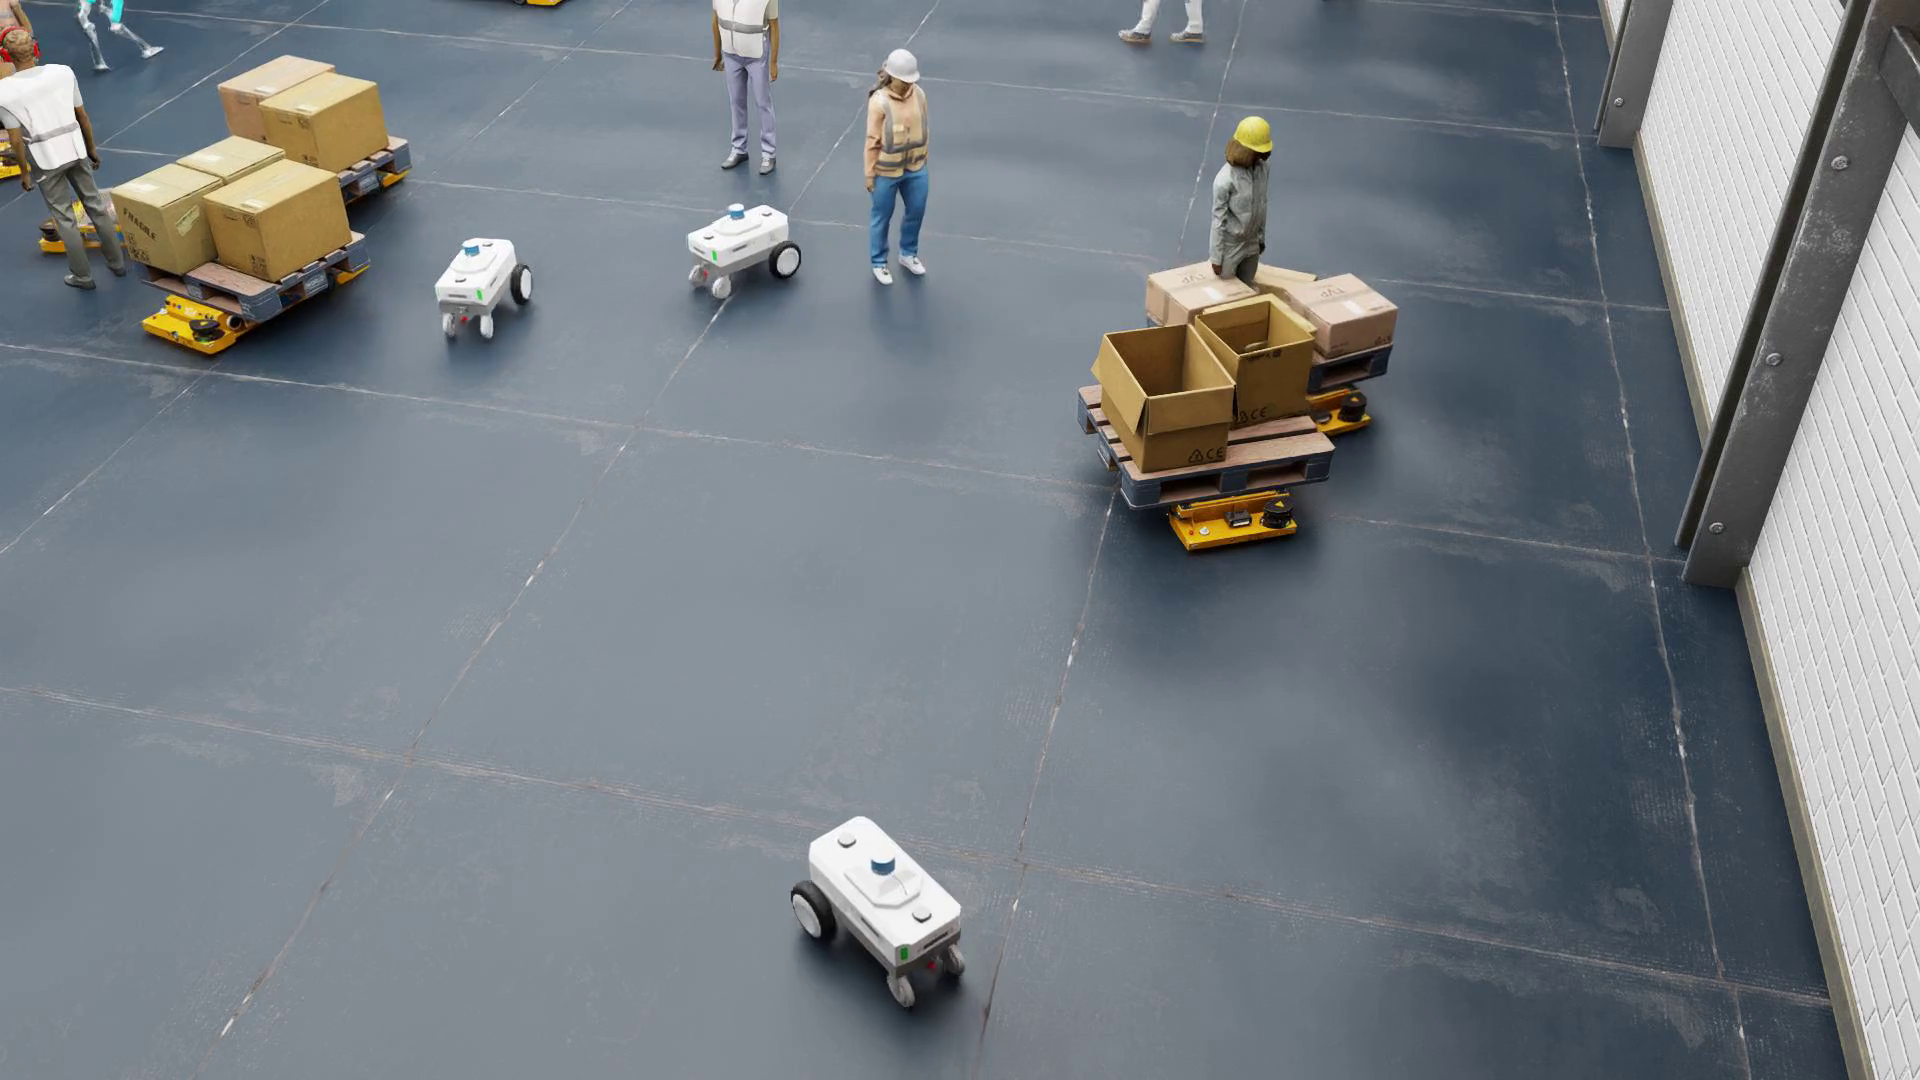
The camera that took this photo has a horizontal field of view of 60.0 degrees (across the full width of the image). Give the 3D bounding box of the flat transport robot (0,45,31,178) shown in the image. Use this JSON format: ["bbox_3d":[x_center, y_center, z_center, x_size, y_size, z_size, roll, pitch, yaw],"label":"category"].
[{"bbox_3d":[-8.096,-3.238,13.551,0.659,0.231,1.431,-24,43,-28],"label":"flat transport robot"}]

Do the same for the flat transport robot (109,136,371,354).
[{"bbox_3d":[-4.880,-1.751,11.562,0.659,0.231,1.431,19,41,23],"label":"flat transport robot"}]

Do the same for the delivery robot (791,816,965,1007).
[{"bbox_3d":[-0.330,1.512,6.971,0.499,0.613,0.811,-26,44,-30],"label":"delivery robot"}]

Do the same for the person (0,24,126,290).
[{"bbox_3d":[-6.162,-2.593,11.372,0.391,1.846,0.564,25,43,29],"label":"person"}]

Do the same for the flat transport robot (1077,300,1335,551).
[{"bbox_3d":[1.396,-0.455,9.828,0.659,0.231,1.431,-9,38,-12],"label":"flat transport robot"}]

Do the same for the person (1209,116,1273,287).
[{"bbox_3d":[1.760,-1.848,10.470,0.489,1.732,0.315,-30,46,-34],"label":"person"}]

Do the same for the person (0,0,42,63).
[{"bbox_3d":[-7.682,-3.977,13.253,0.602,1.814,0.704,-13,39,-17],"label":"person"}]

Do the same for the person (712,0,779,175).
[{"bbox_3d":[-1.653,-3.774,12.959,0.563,1.836,0.388,13,39,16],"label":"person"}]

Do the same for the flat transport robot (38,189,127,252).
[{"bbox_3d":[-6.029,-2.399,12.429,1.431,0.231,0.659,-3,37,-3],"label":"flat transport robot"}]

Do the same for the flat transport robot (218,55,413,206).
[{"bbox_3d":[-4.995,-2.696,12.826,0.659,0.231,1.431,16,40,21],"label":"flat transport robot"}]

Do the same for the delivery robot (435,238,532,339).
[{"bbox_3d":[-3.277,-1.762,11.354,0.499,0.613,0.797,4,37,5],"label":"delivery robot"}]

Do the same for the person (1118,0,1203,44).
[{"bbox_3d":[1.887,-5.461,15.212,0.892,1.840,0.583,8,37,10],"label":"person"}]

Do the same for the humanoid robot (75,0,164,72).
[{"bbox_3d":[-7.648,-4.984,14.688,0.539,1.796,0.898,12,38,15],"label":"humanoid robot"}]

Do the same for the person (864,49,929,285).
[{"bbox_3d":[-0.426,-2.559,11.443,0.528,1.709,0.414,-19,41,-24],"label":"person"}]

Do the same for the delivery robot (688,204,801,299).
[{"bbox_3d":[-1.554,-2.090,11.760,0.759,0.575,0.499,-30,46,-34],"label":"delivery robot"}]

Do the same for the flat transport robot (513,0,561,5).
[{"bbox_3d":[-4.583,-5.640,16.766,1.431,0.231,0.659,10,38,14],"label":"flat transport robot"}]

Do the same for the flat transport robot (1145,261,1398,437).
[{"bbox_3d":[1.940,-1.071,10.651,0.659,0.231,1.431,-16,40,-20],"label":"flat transport robot"}]
